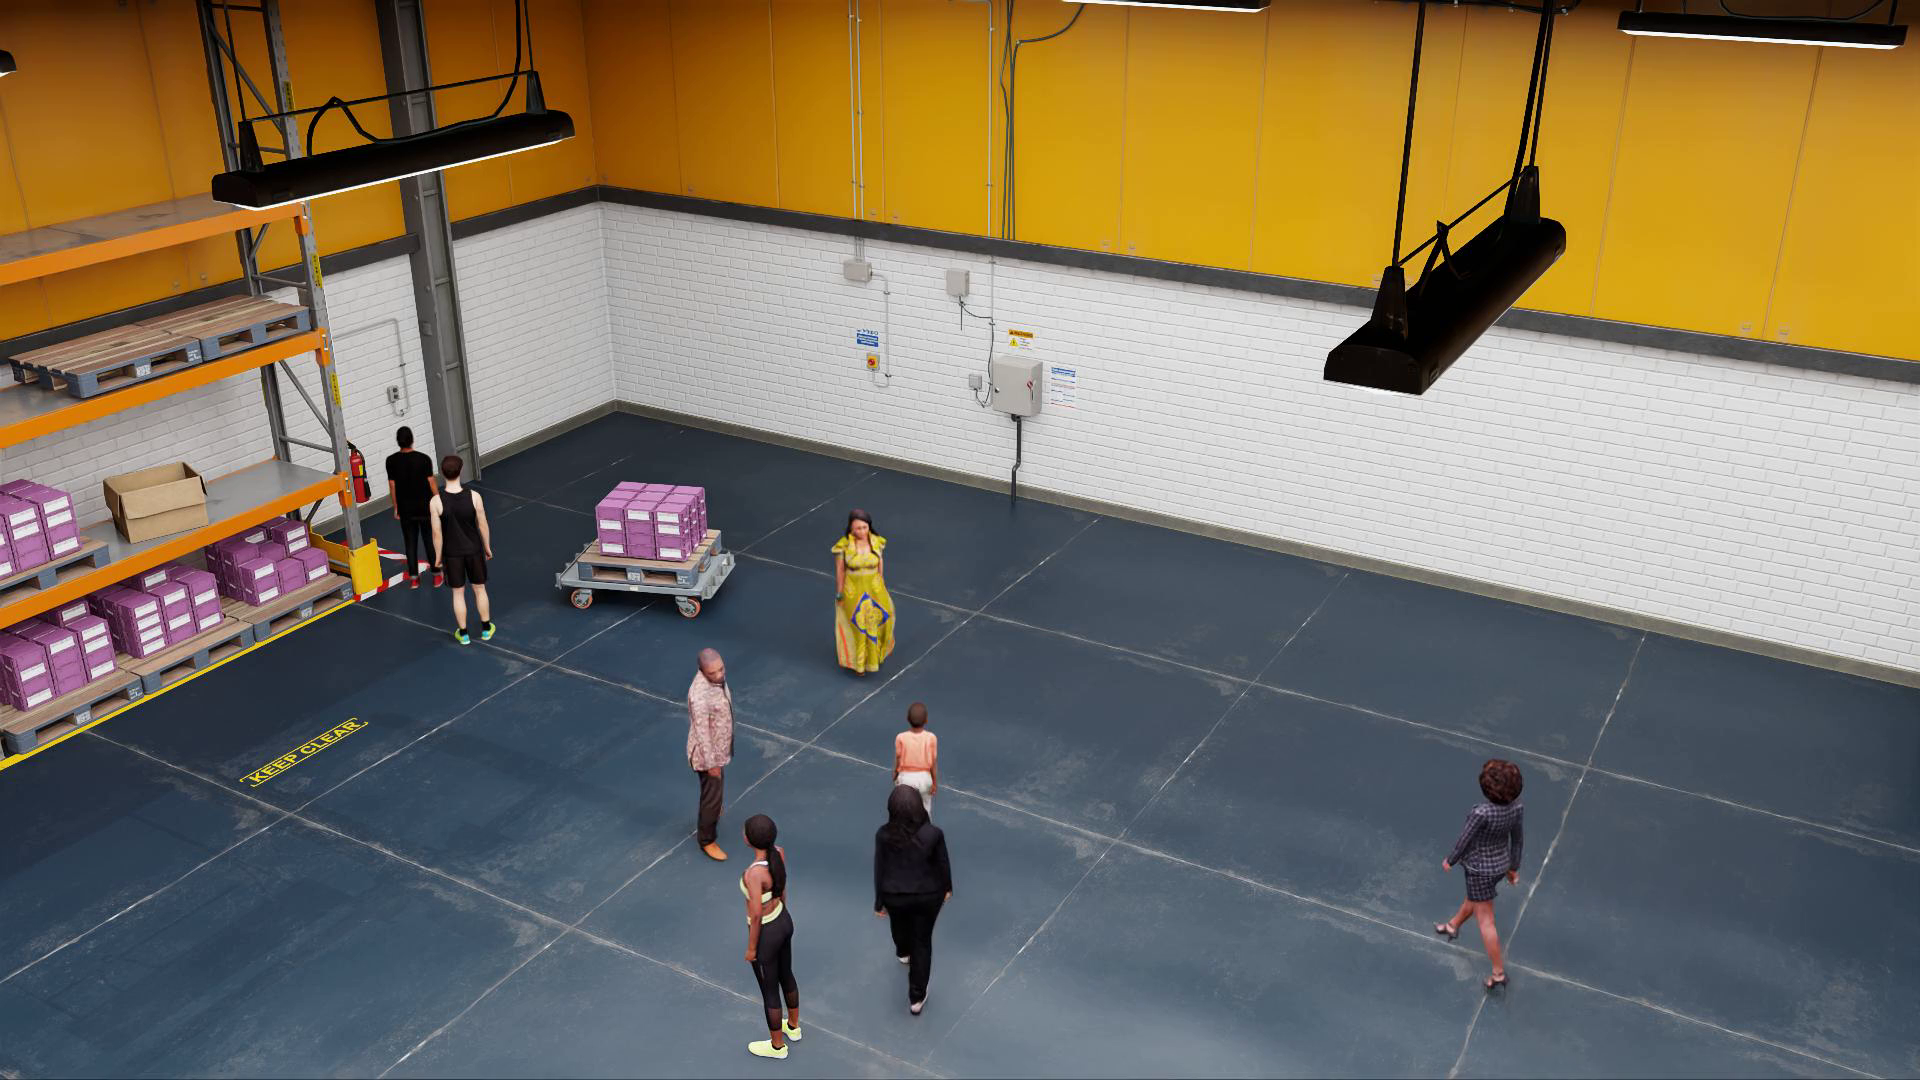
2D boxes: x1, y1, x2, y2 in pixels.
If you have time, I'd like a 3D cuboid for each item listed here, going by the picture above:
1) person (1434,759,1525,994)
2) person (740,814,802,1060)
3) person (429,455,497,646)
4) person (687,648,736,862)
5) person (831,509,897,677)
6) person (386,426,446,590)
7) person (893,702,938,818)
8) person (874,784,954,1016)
[{"bbox_3d":[3.592,2.301,11.217,1.060,1.650,1.008,-12,26,-26],"label":"person"},{"bbox_3d":[-1.204,2.517,10.595,0.633,1.753,0.454,11,26,24],"label":"person"},{"bbox_3d":[-4.776,0.100,15.954,0.730,1.890,0.828,-9,25,-20],"label":"person"},{"bbox_3d":[-1.939,1.559,12.746,1.033,1.786,0.807,-3,24,-6],"label":"person"},{"bbox_3d":[-0.948,0.453,15.447,0.958,1.649,1.031,-10,25,-21],"label":"person"},{"bbox_3d":[-5.593,-0.336,17.115,0.735,1.759,0.764,-2,24,-4],"label":"person"},{"bbox_3d":[-0.342,1.867,12.673,0.807,1.279,0.933,-3,24,-6],"label":"person"},{"bbox_3d":[-0.329,2.422,11.034,0.974,1.574,1.121,0,24,1],"label":"person"}]
